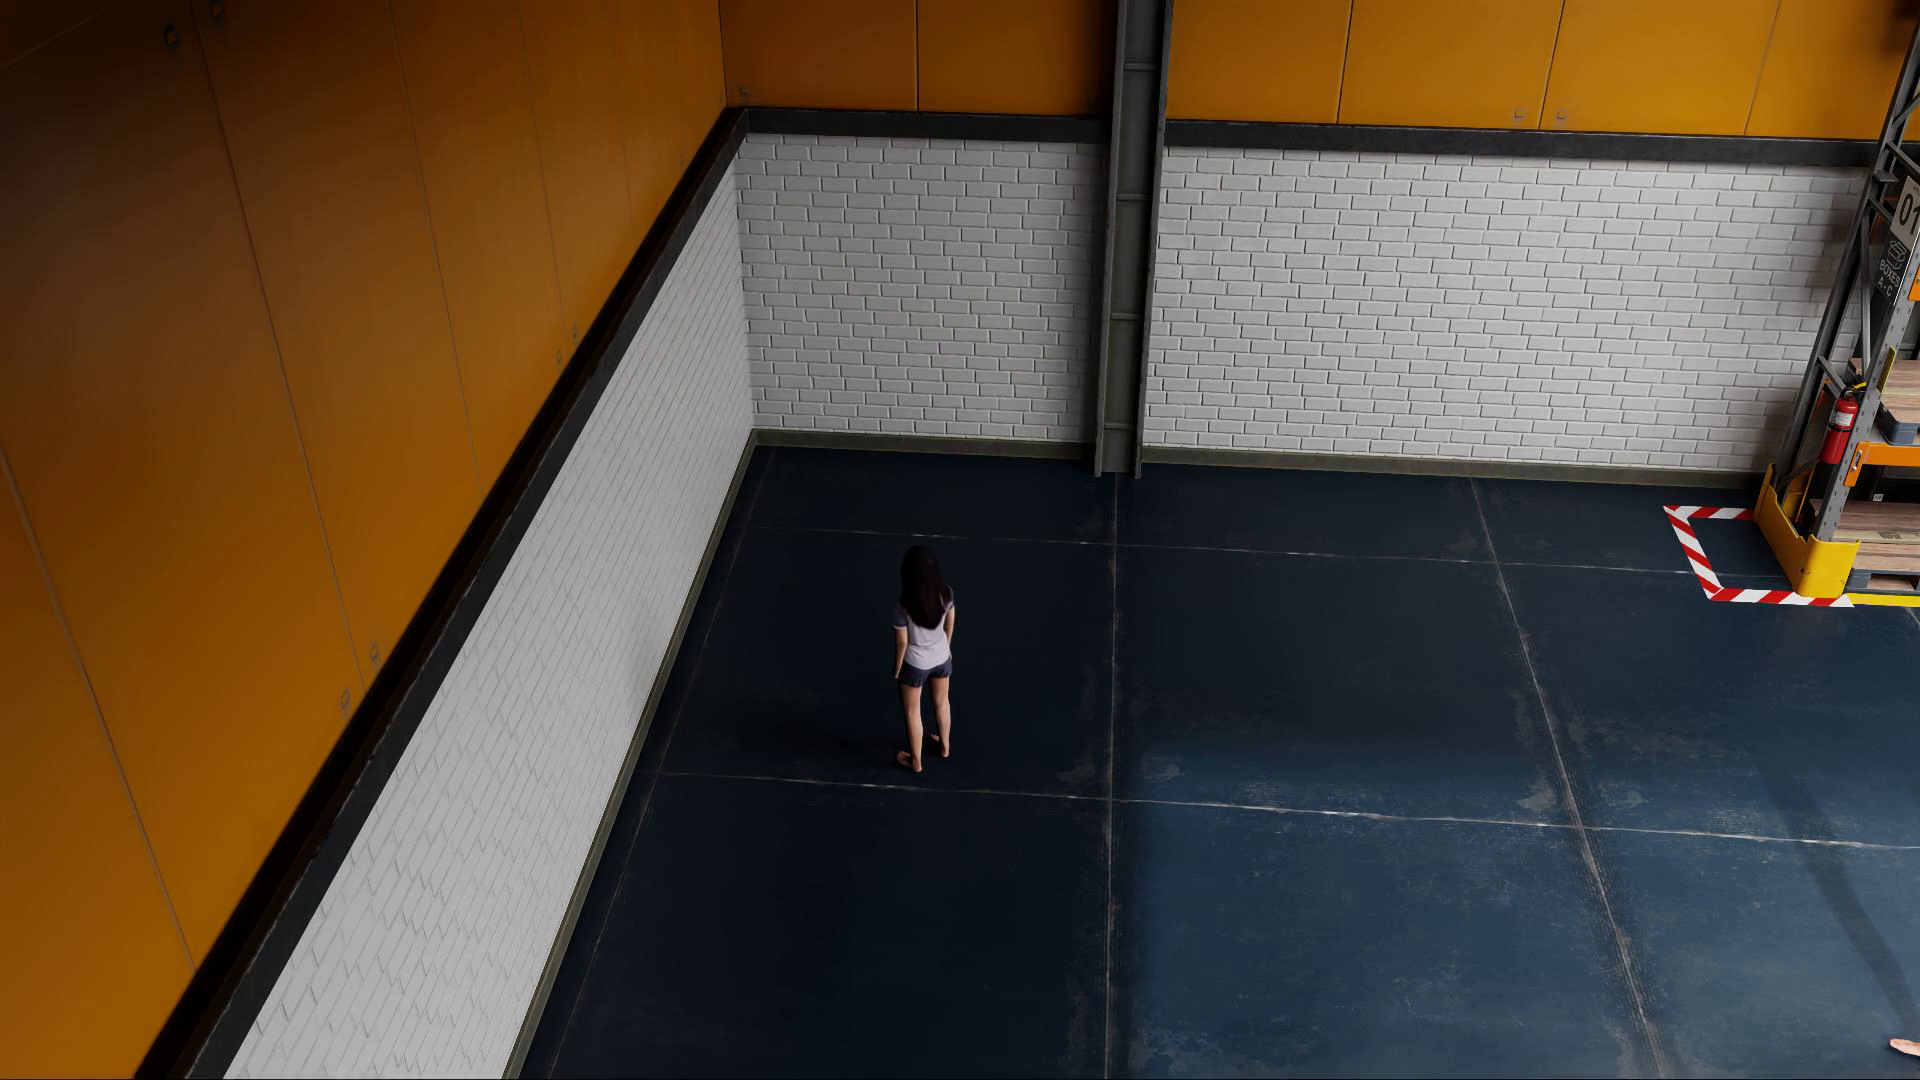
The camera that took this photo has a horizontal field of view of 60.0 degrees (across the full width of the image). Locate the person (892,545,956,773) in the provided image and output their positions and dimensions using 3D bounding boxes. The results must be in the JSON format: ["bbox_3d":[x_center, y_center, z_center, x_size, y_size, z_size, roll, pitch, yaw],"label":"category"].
[{"bbox_3d":[-0.238,0.755,10.690,0.657,1.706,0.738,-20,39,-27],"label":"person"}]
